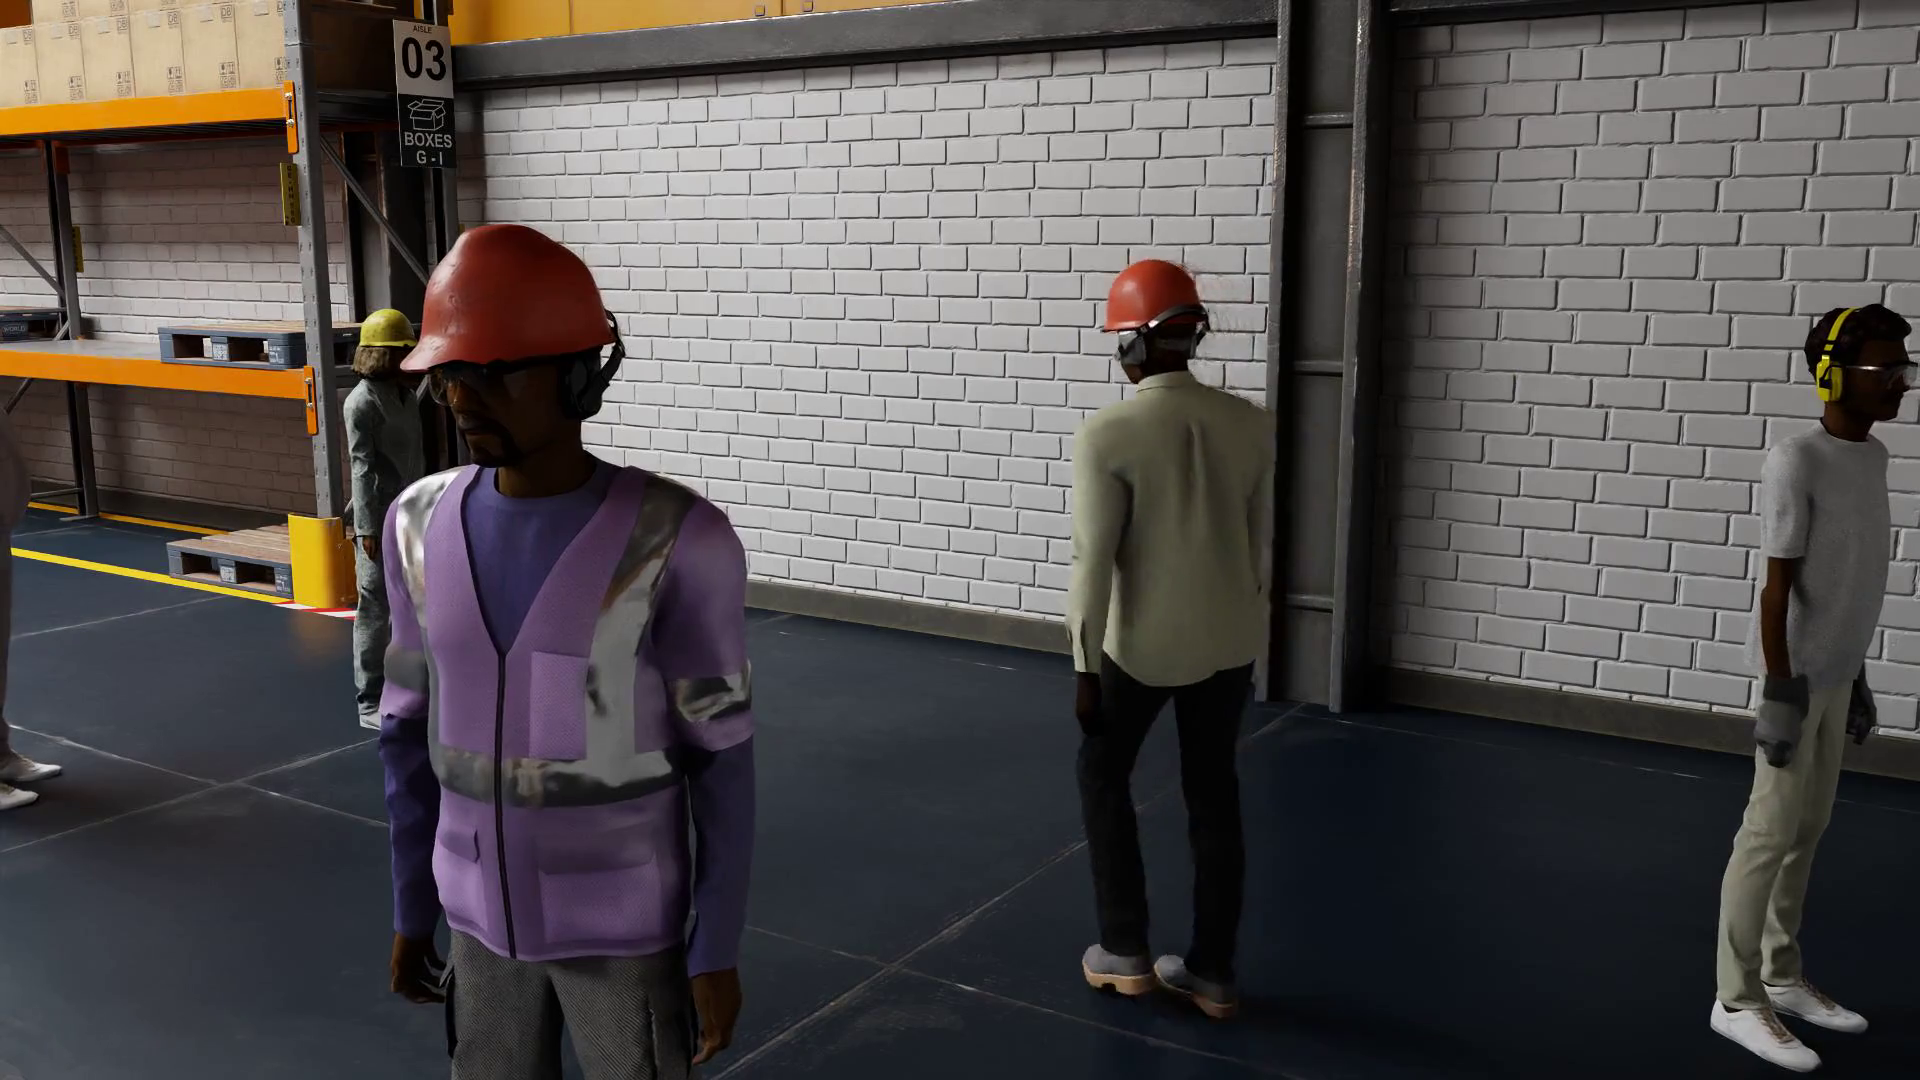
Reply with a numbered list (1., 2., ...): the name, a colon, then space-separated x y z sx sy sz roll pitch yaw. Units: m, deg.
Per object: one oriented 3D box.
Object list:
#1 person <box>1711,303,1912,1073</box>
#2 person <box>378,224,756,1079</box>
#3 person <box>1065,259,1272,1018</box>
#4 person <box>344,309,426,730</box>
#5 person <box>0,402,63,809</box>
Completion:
1. person: 2.144 0.355 4.138 0.520 1.873 0.335 -8 13 -38
2. person: -0.616 0.560 2.520 0.613 2.041 0.393 3 11 18
3. person: 0.535 0.265 4.366 0.659 1.969 0.570 -4 11 -23
4. person: -2.353 -0.087 6.934 0.324 1.742 0.492 1 10 8
5. person: -3.520 0.022 5.931 0.401 1.895 0.653 -4 11 -19
